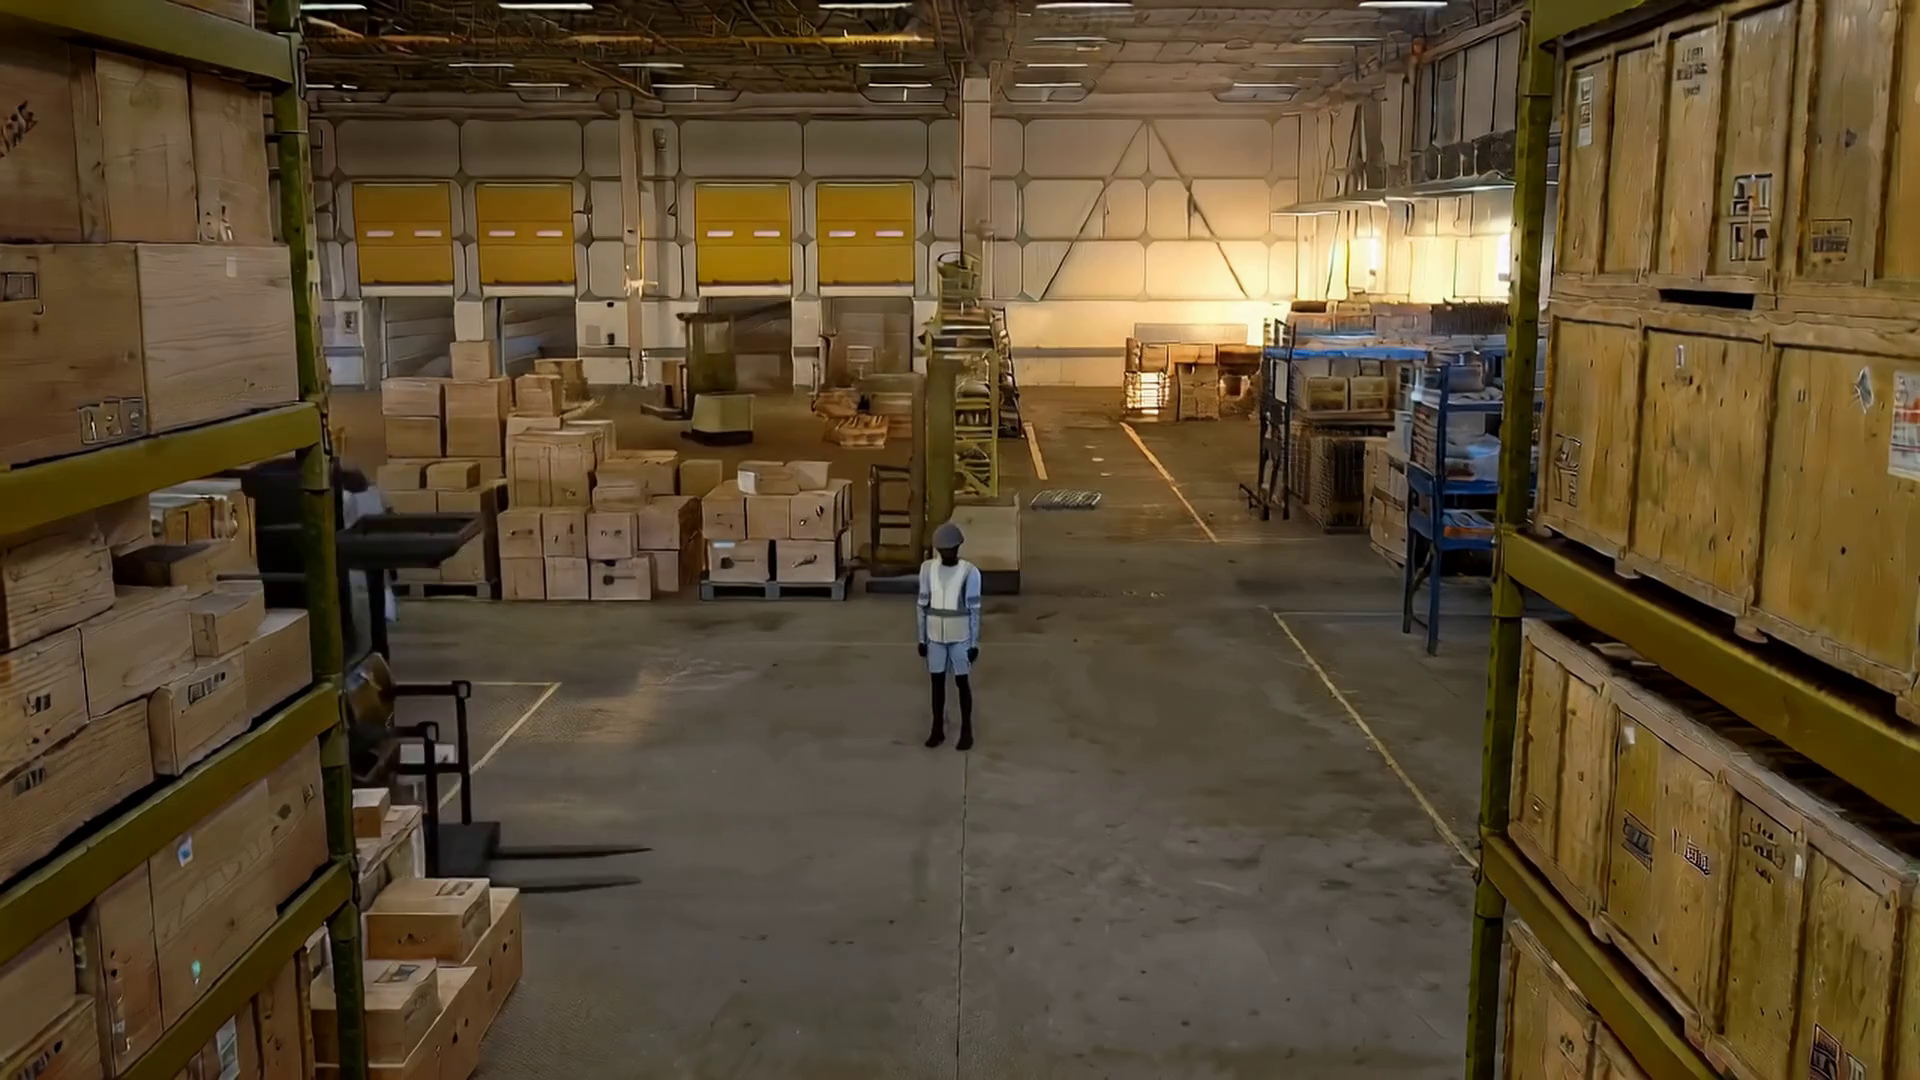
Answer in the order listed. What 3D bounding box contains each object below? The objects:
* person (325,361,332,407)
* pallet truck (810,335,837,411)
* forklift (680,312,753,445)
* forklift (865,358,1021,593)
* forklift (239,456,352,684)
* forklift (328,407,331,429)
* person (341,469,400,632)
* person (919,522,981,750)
[{"bbox_3d":[-15.037,-3.576,39.058,0.552,1.935,0.360,-4,11,-22],"label":"person"},{"bbox_3d":[-3.021,-4.312,43.126,1.885,1.965,0.823,3,10,17],"label":"pallet truck"},{"bbox_3d":[-5.312,-3.541,36.133,1.129,2.768,1.873,-5,11,-25],"label":"forklift"},{"bbox_3d":[-0.198,-0.808,20.366,1.873,2.768,1.129,0,10,1],"label":"forklift"},{"bbox_3d":[-4.145,0.892,10.558,1.873,2.768,1.129,-1,10,-6],"label":"forklift"},{"bbox_3d":[-13.013,-2.834,32.054,1.129,2.768,1.873,0,10,1],"label":"forklift"},{"bbox_3d":[-6.487,0.118,18.124,0.438,1.813,0.672,6,12,32],"label":"person"},{"bbox_3d":[-0.095,0.801,13.845,0.541,1.930,0.388,4,10,20],"label":"person"}]
